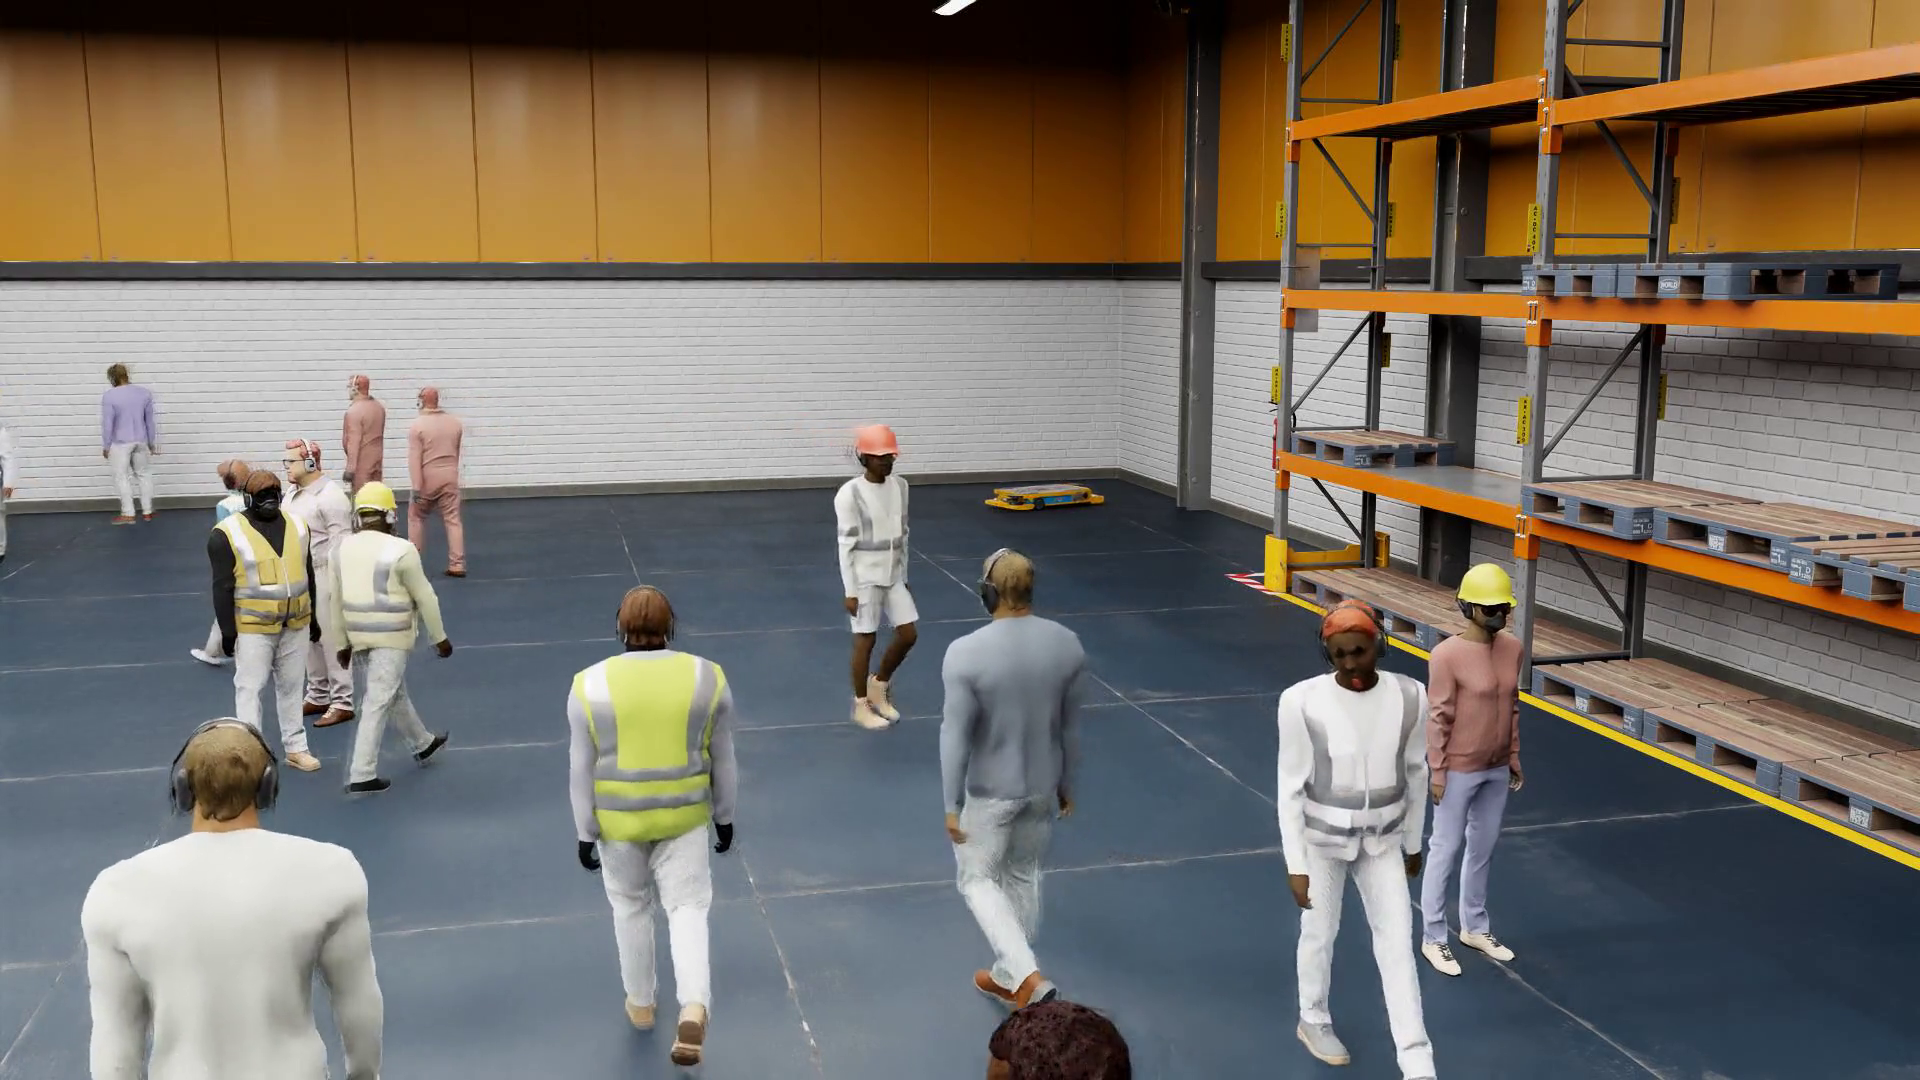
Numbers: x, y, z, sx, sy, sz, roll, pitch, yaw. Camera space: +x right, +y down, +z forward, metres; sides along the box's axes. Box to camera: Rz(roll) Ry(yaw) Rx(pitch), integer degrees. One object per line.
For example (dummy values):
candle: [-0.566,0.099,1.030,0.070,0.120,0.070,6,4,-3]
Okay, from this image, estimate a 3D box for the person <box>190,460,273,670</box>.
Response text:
person: [-5.402,0.192,12.491,0.844,1.593,0.531,4,10,22]

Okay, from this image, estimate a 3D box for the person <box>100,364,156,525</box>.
person: [-9.920,-1.141,19.854,0.376,1.918,0.777,4,10,24]

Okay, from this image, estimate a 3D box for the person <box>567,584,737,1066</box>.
person: [-1.156,1.075,6.334,0.634,1.816,0.812,-2,9,-15]

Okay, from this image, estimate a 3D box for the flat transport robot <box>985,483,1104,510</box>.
flat transport robot: [1.090,-0.563,21.341,1.431,0.197,0.652,-6,11,-33]

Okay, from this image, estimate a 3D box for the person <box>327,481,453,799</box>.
person: [-3.290,0.548,9.692,0.598,1.771,0.959,5,10,27]

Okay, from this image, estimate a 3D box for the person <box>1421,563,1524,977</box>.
person: [2.215,0.970,7.123,0.533,1.767,0.312,-5,10,-29]

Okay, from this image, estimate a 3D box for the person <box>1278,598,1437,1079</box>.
person: [1.431,1.118,5.999,0.597,1.831,0.951,-1,9,-5]

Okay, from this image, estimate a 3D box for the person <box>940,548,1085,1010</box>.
person: [0.223,0.988,6.534,0.640,1.922,0.683,-5,10,-29]

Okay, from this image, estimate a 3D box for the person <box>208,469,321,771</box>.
person: [-4.073,0.497,9.837,0.429,1.842,0.636,7,12,38]

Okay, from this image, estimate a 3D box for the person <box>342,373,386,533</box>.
person: [-6.510,-0.862,18.129,0.407,1.908,0.643,1,9,8]

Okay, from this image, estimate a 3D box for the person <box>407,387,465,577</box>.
person: [-5.229,-0.569,16.401,0.849,1.878,0.663,7,12,38]

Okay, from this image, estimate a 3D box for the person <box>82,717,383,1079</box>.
person: [-1.790,1.365,4.194,0.655,1.911,0.758,-3,10,-19]

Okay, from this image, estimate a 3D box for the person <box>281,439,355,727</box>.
person: [-4.288,0.279,11.002,0.652,1.906,0.402,7,12,39]

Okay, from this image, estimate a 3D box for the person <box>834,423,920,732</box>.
person: [-0.543,0.250,10.807,0.457,2.023,0.633,9,13,44]

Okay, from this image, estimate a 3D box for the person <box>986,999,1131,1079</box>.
person: [0.231,1.634,2.605,0.863,1.894,0.598,3,10,17]

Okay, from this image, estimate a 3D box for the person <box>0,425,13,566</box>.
person: [-9.845,-0.574,16.676,0.621,1.785,0.898,-2,9,-14]
